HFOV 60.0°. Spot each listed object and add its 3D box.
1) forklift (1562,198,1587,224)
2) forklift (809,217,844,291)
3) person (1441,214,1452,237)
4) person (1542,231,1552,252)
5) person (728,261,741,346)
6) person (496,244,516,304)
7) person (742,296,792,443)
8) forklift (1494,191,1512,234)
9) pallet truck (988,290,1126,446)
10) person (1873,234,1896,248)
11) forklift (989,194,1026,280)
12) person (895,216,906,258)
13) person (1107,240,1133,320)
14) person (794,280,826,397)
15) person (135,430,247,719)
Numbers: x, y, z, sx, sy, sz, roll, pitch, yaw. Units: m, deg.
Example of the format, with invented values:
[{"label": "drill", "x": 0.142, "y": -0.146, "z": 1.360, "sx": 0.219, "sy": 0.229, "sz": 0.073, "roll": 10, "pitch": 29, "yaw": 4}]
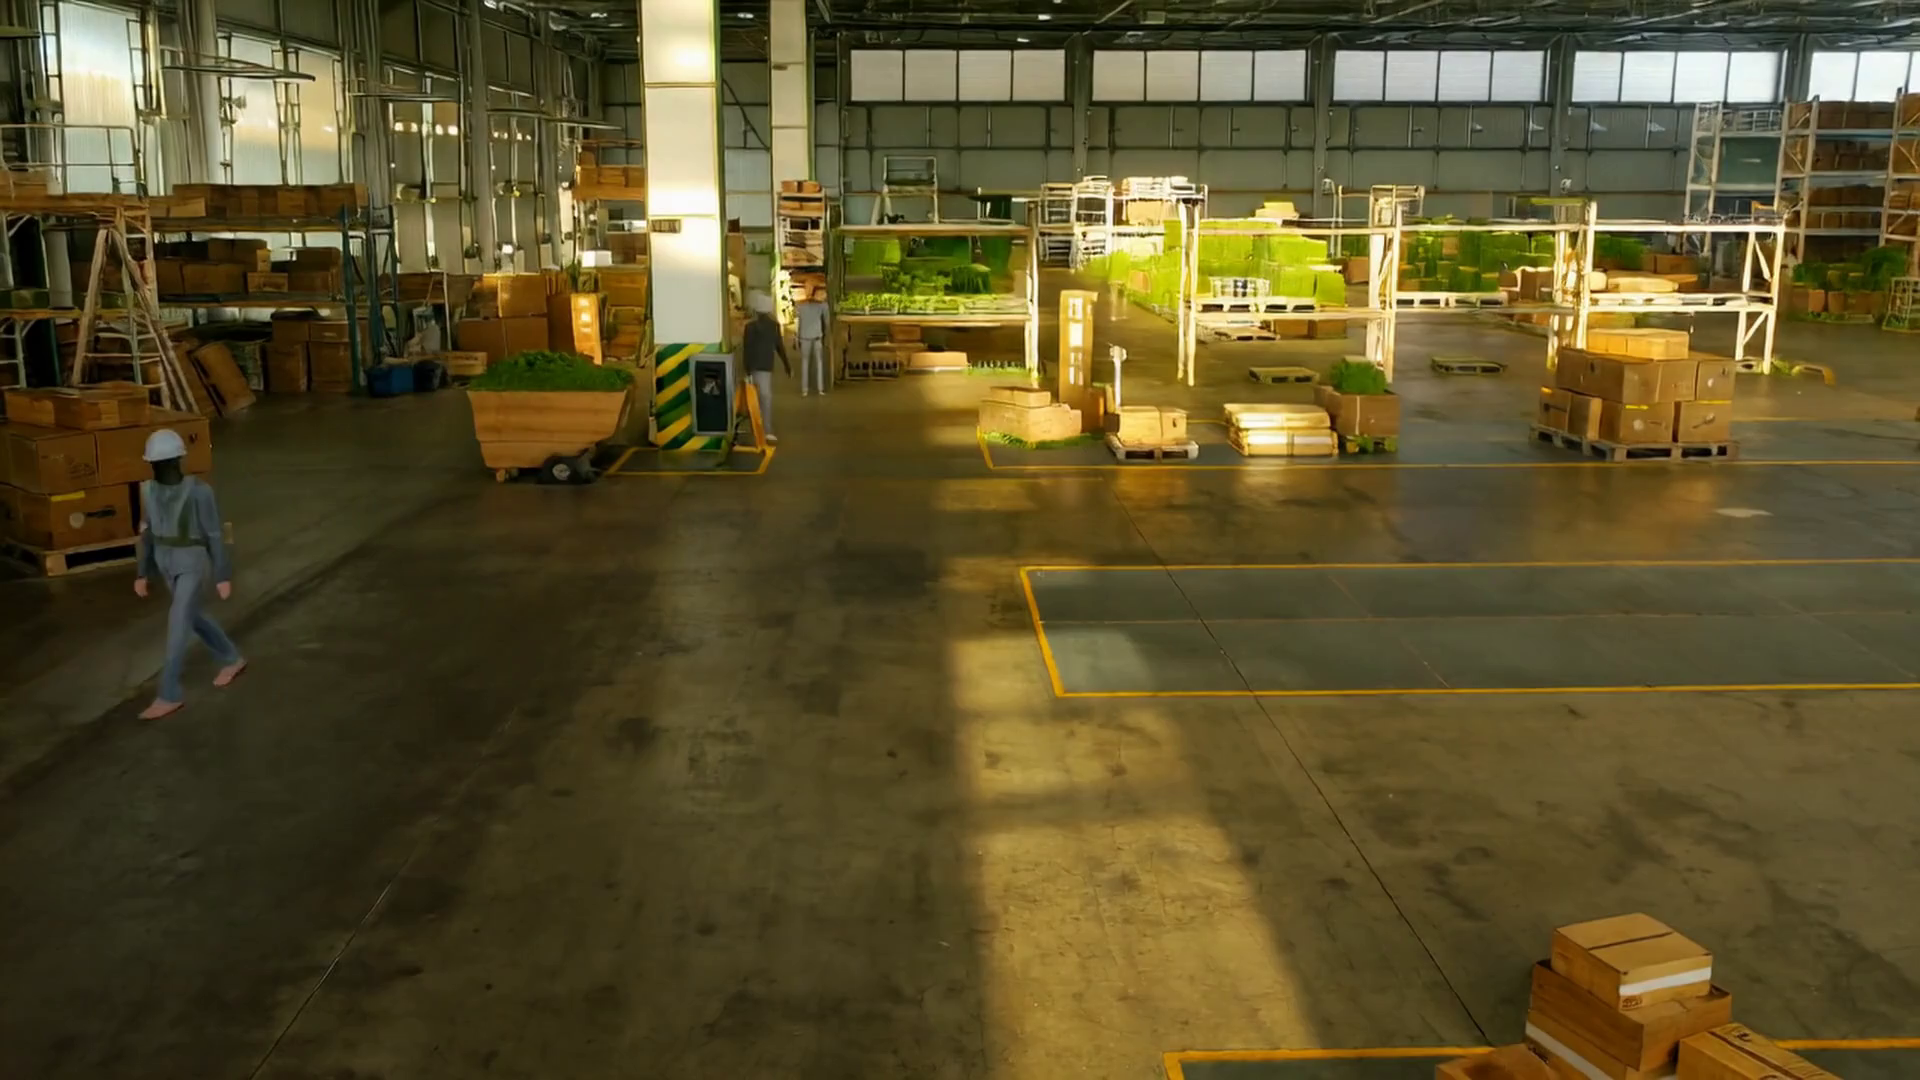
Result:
[{"label": "forklift", "x": 17.204, "y": -8.212, "z": 46.797, "sx": 1.873, "sy": 2.768, "sz": 1.129, "roll": 0, "pitch": 12, "yaw": -2}, {"label": "forklift", "x": -4.375, "y": -8.619, "z": 48.637, "sx": 1.873, "sy": 2.768, "sz": 1.129, "roll": 0, "pitch": 12, "yaw": -2}, {"label": "person", "x": 19.193, "y": -11.837, "z": 65.320, "sx": 0.629, "sy": 1.935, "sz": 0.372, "roll": 0, "pitch": 12, "yaw": 0}, {"label": "person", "x": 17.349, "y": -8.210, "z": 48.819, "sx": 0.612, "sy": 1.987, "sz": 0.399, "roll": 0, "pitch": 12, "yaw": 0}, {"label": "person", "x": -4.788, "y": -4.880, "z": 34.355, "sx": 0.488, "sy": 1.738, "sz": 0.322, "roll": 0, "pitch": 12, "yaw": 0}, {"label": "person", "x": -12.322, "y": -7.221, "z": 45.155, "sx": 0.537, "sy": 1.626, "sz": 0.371, "roll": -2, "pitch": 13, "yaw": -8}, {"label": "person", "x": -2.554, "y": -2.269, "z": 22.096, "sx": 0.682, "sy": 1.947, "sz": 0.729, "roll": 7, "pitch": 14, "yaw": 27}, {"label": "forklift", "x": 20.445, "y": -11.777, "z": 62.895, "sx": 1.873, "sy": 2.768, "sz": 1.129, "roll": 0, "pitch": 12, "yaw": -2}, {"label": "pallet truck", "x": 1.257, "y": -2.299, "z": 22.111, "sx": 1.885, "sy": 1.965, "sz": 0.823, "roll": -9, "pitch": 15, "yaw": -35}, {"label": "person", "x": 29.863, "y": -9.269, "z": 53.823, "sx": 0.415, "sy": 1.893, "sz": 0.657, "roll": -5, "pitch": 14, "yaw": -23}, {"label": "forklift", "x": 1.376, "y": -10.108, "z": 55.359, "sx": 1.873, "sy": 2.768, "sz": 1.129, "roll": -7, "pitch": 14, "yaw": -28}, {"label": "person", "x": -2.336, "y": -11.533, "z": 64.047, "sx": 1.011, "sy": 1.882, "sz": 0.566, "roll": -6, "pitch": 14, "yaw": -24}, {"label": "person", "x": 3.860, "y": -6.276, "z": 40.201, "sx": 0.629, "sy": 1.939, "sz": 0.372, "roll": 0, "pitch": 12, "yaw": 0}, {"label": "person", "x": -2.388, "y": -3.202, "z": 26.499, "sx": 0.513, "sy": 1.863, "sz": 0.329, "roll": 0, "pitch": 12, "yaw": 0}, {"label": "person", "x": -5.239, "y": 0.174, "z": 11.243, "sx": 0.606, "sy": 1.884, "sz": 1.010, "roll": 5, "pitch": 13, "yaw": 22}]
